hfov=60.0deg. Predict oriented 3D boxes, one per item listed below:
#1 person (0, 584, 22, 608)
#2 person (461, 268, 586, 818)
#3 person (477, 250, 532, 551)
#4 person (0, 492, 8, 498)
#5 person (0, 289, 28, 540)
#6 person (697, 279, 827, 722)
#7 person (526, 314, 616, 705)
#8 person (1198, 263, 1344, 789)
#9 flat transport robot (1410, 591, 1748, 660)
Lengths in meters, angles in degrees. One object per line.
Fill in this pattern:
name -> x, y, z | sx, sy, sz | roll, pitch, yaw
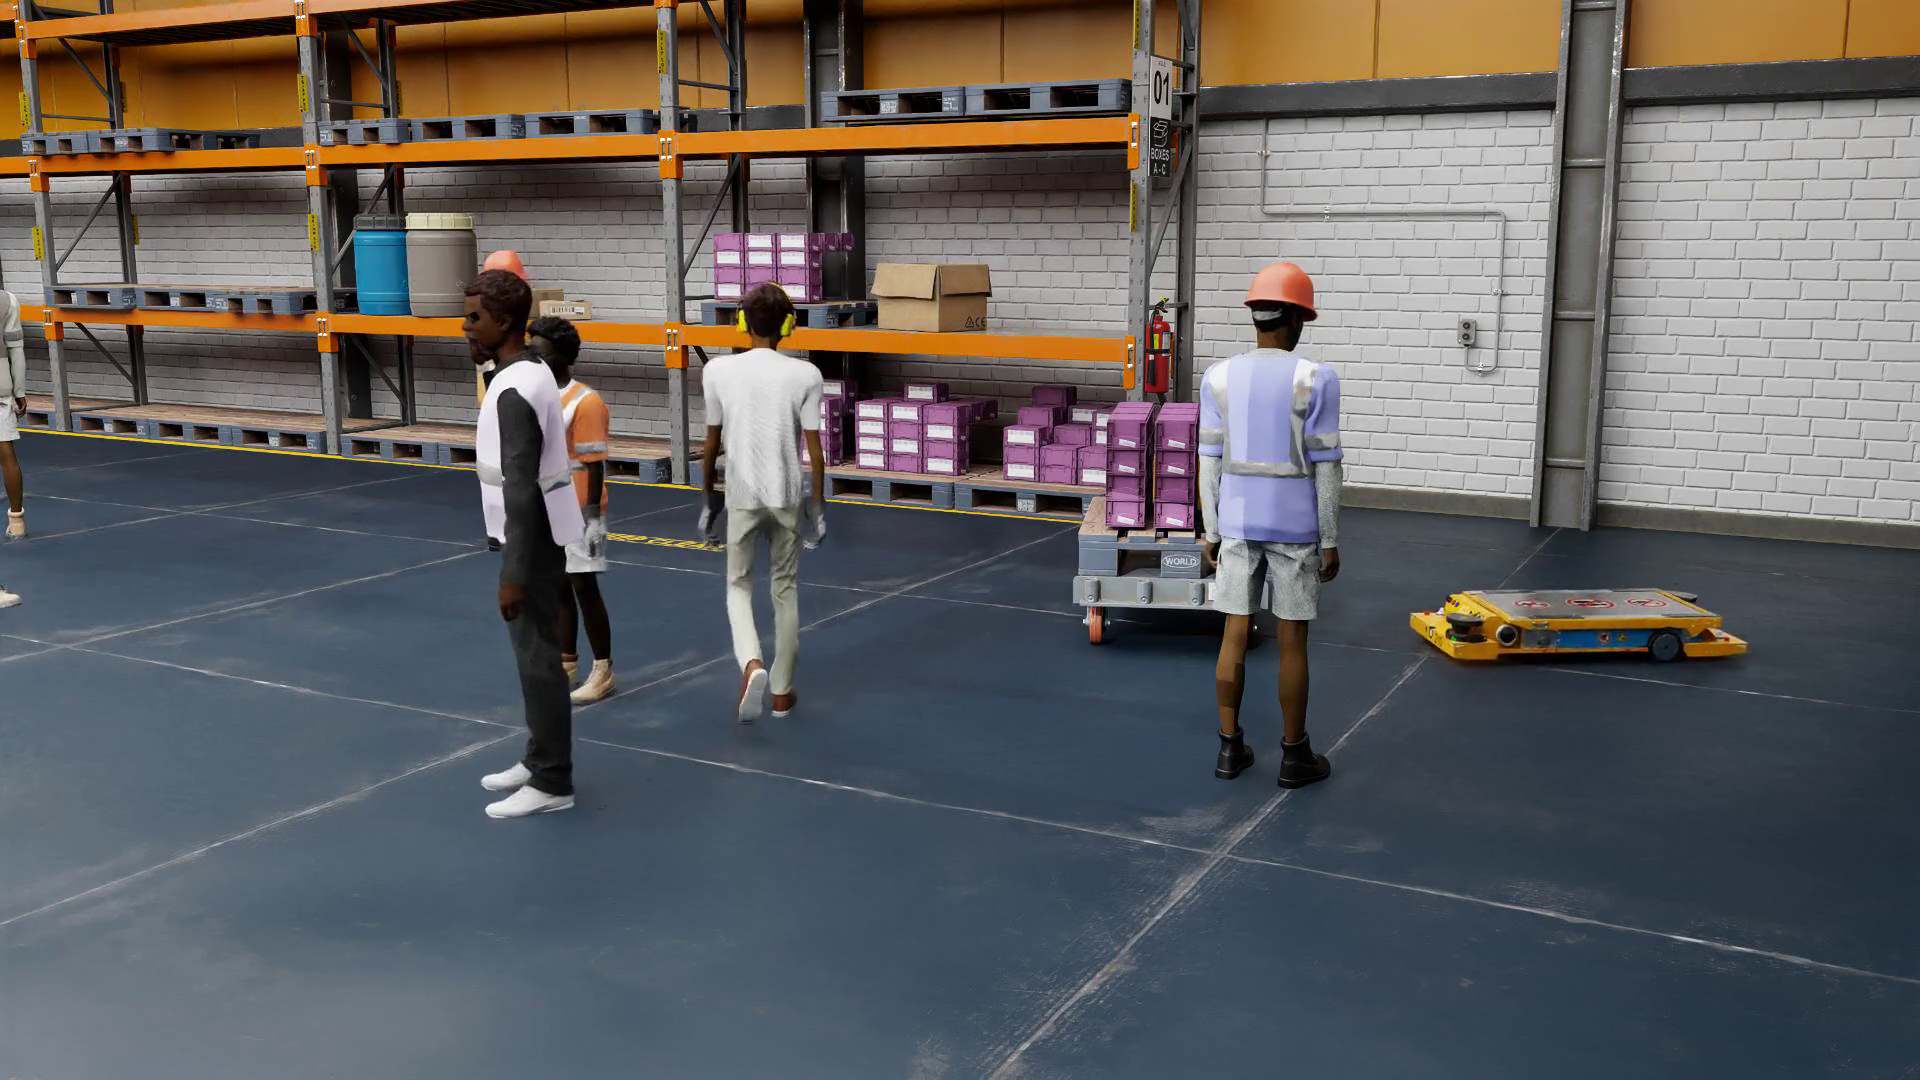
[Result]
person -> -5.554, -0.520, 9.011 | 0.716, 1.829, 0.520 | 2, 11, 13
person -> -1.518, 0.017, 5.822 | 0.409, 1.917, 0.600 | -2, 11, -12
person -> -2.927, -0.896, 10.769 | 0.373, 1.934, 0.551 | -2, 11, -13
person -> -7.609, -1.178, 12.696 | 0.387, 1.817, 0.616 | 2, 11, 13
person -> -6.503, -0.989, 10.990 | 0.376, 2.044, 0.607 | 10, 14, 44
person -> -0.816, -0.142, 6.872 | 0.546, 1.853, 0.605 | -1, 10, -7
person -> -1.717, -0.134, 7.262 | 0.560, 1.692, 0.319 | 9, 14, 40
person -> 1.152, -0.048, 6.147 | 0.542, 1.927, 0.374 | 6, 12, 30
flat transport robot -> 3.026, 0.407, 8.198 | 1.431, 0.197, 0.652 | -1, 10, -3
